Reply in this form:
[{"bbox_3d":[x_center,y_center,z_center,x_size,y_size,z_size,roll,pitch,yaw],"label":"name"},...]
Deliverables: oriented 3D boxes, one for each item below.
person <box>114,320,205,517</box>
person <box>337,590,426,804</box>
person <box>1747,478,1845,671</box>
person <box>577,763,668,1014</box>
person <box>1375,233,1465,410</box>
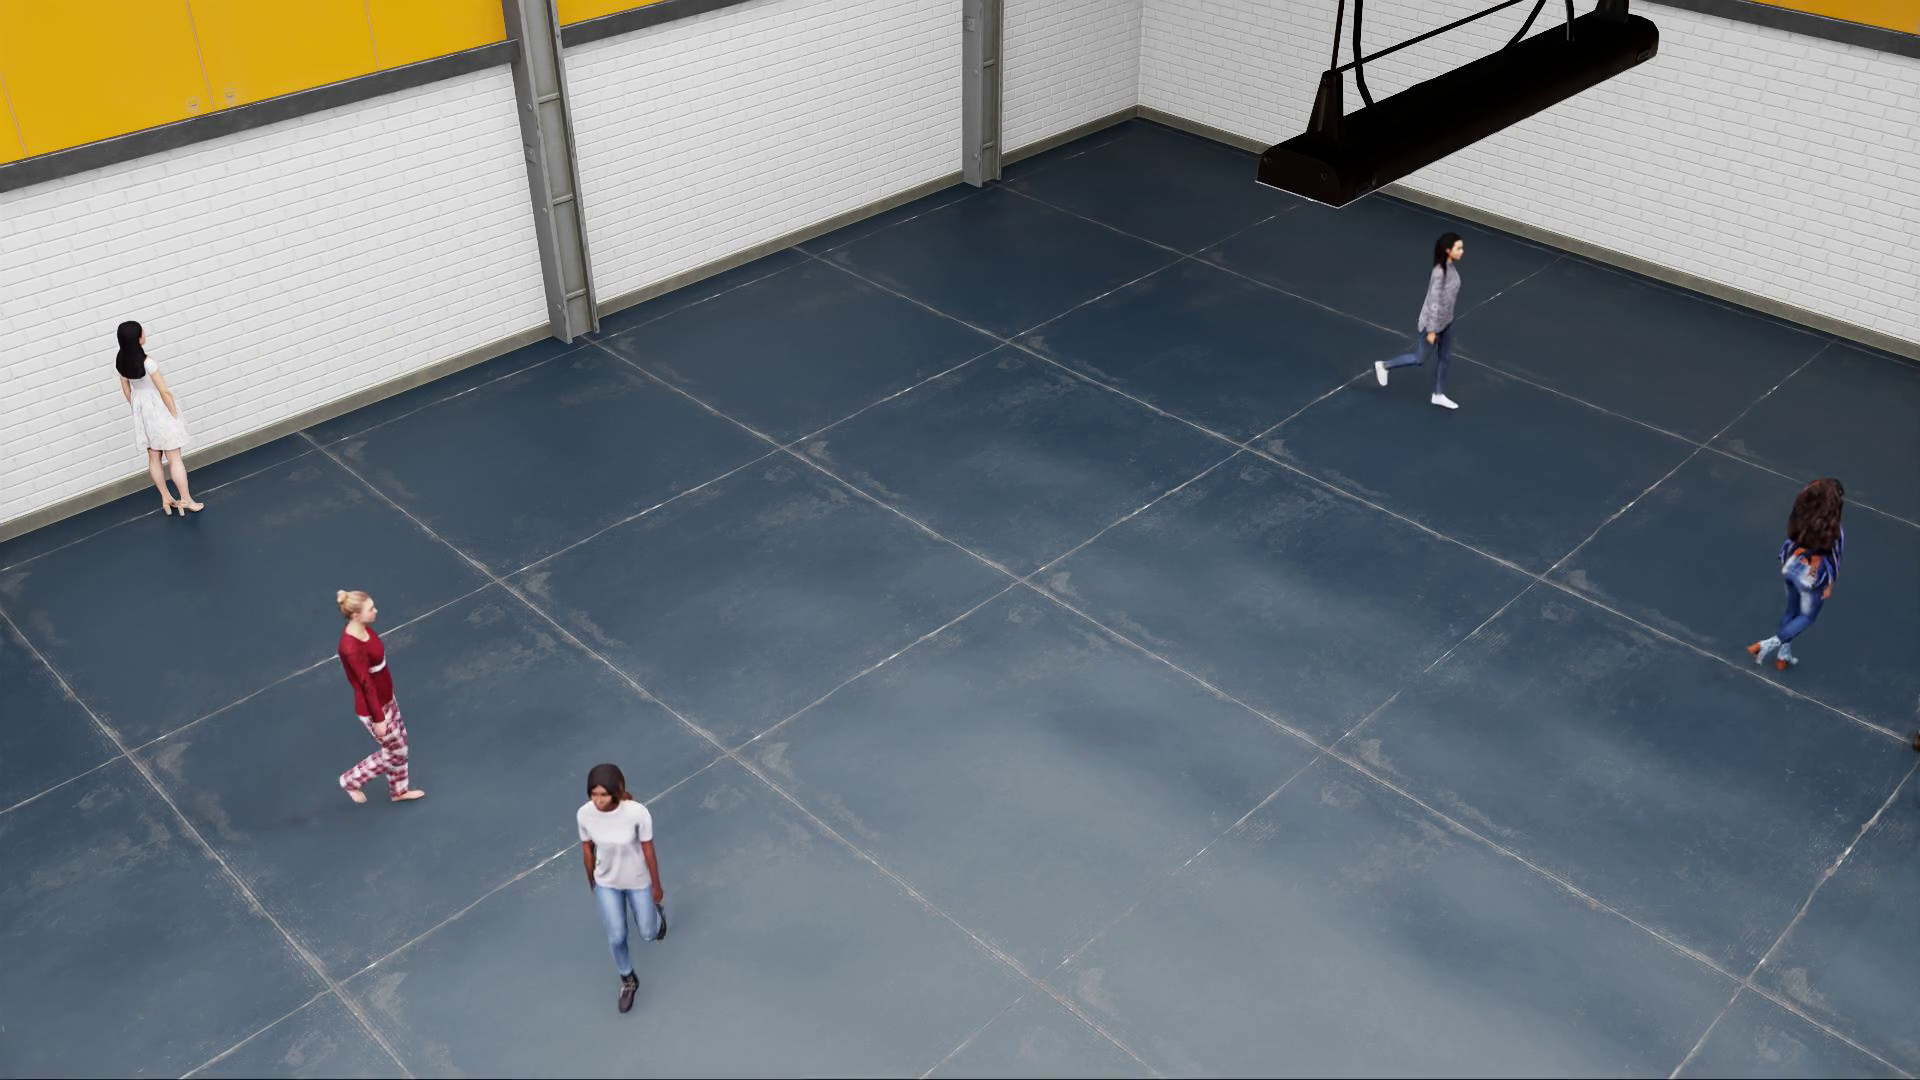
[{"bbox_3d":[-6.717,-1.015,13.888,0.763,1.773,0.790,9,35,14],"label":"person"},{"bbox_3d":[-3.893,1.061,10.840,0.879,1.690,0.813,-4,34,-7],"label":"person"},{"bbox_3d":[6.073,0.295,12.070,0.884,1.604,0.787,-12,35,-17],"label":"person"},{"bbox_3d":[-1.899,1.917,9.539,0.892,1.704,0.962,2,34,3],"label":"person"},{"bbox_3d":[4.356,-2.048,15.500,0.791,1.711,1.026,21,39,28],"label":"person"}]
